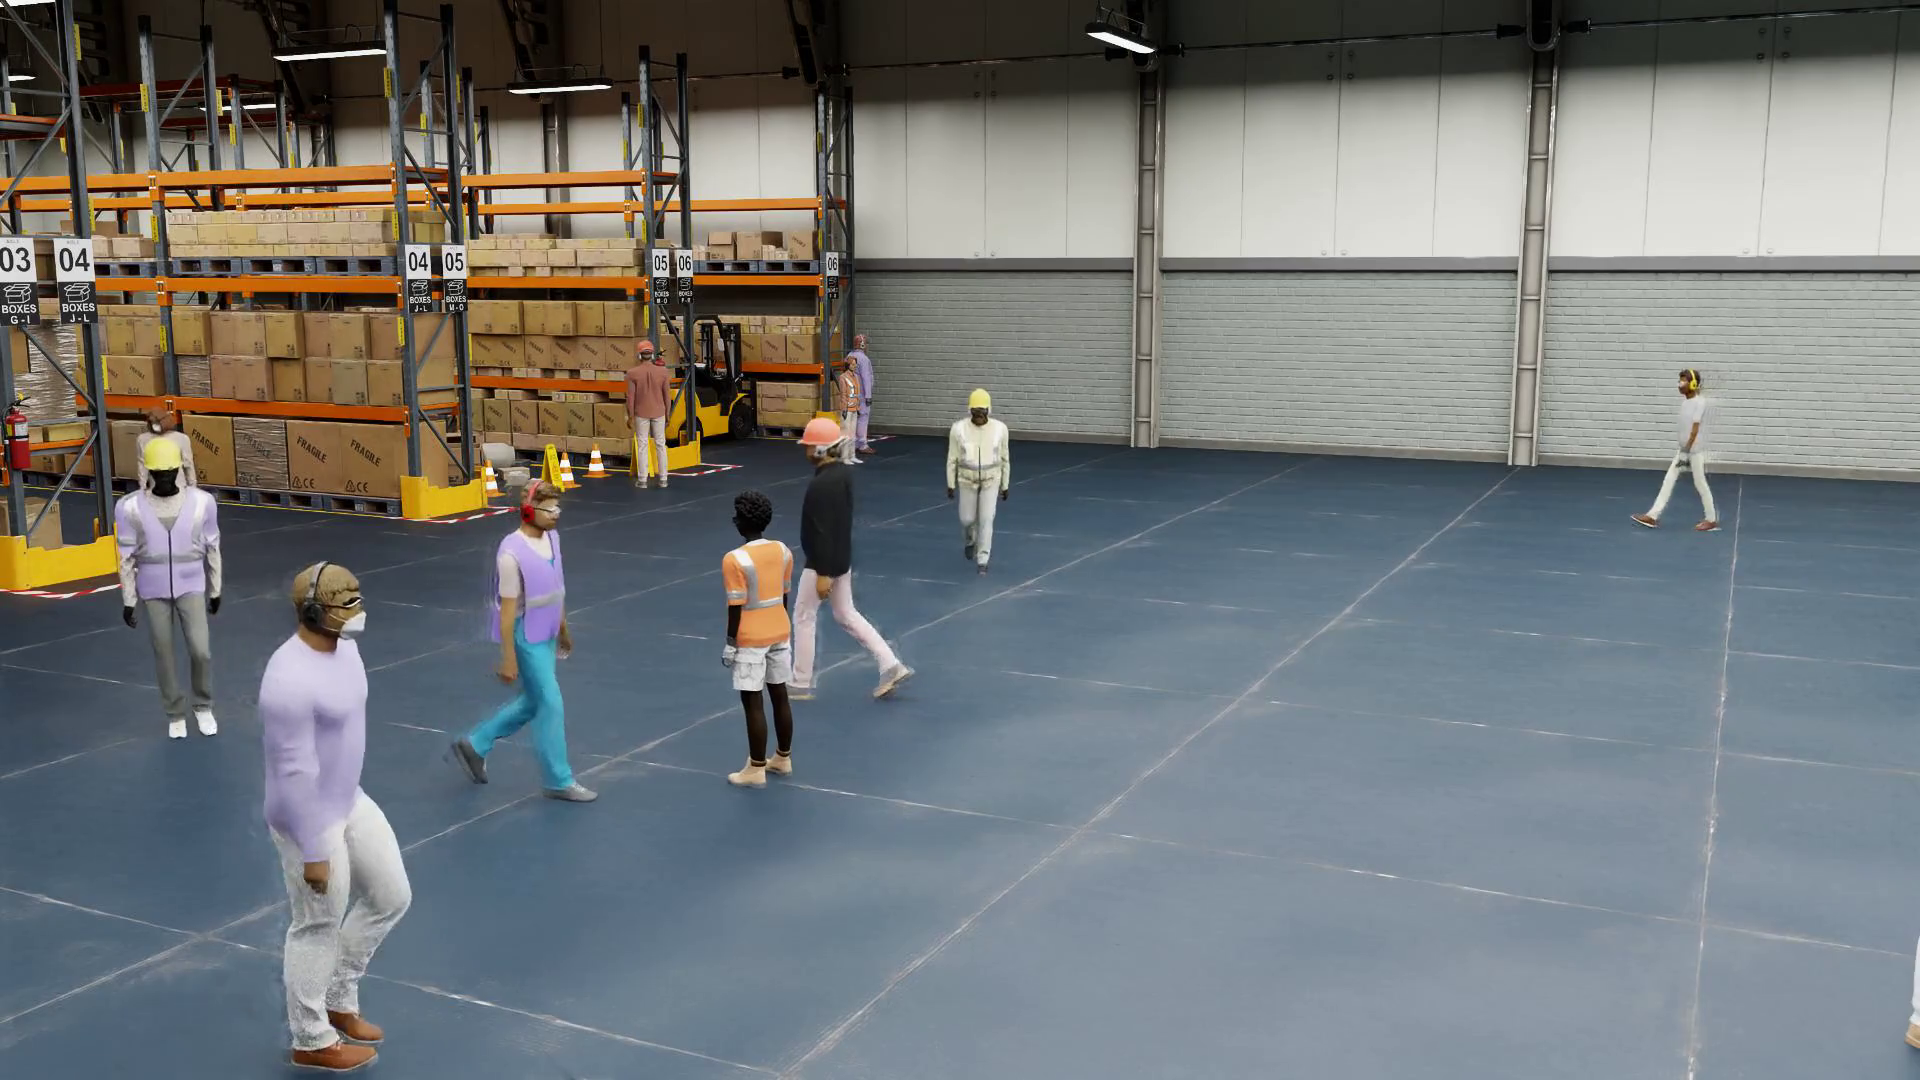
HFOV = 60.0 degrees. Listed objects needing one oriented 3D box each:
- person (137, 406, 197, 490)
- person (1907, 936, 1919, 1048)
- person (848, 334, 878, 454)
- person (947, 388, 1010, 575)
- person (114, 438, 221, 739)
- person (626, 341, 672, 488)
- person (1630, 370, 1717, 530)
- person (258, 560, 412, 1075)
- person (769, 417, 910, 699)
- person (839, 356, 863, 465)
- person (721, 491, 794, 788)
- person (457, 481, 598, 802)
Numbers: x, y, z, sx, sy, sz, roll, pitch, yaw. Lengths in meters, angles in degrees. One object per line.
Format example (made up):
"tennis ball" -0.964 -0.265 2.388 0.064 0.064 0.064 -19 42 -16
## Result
"person" -7.835 -0.539 16.506 0.545 1.611 0.484 -2 9 -11
"person" 3.850 1.039 6.184 0.625 1.836 0.428 -4 10 -25
"person" -1.577 -2.333 26.630 0.408 1.908 0.643 -6 11 -32
"person" 0.178 -0.586 16.225 0.607 1.809 0.589 0 9 0
"person" -4.918 0.314 10.385 0.590 1.909 0.507 -4 10 -25
"person" -4.199 -1.689 22.428 0.611 1.989 0.391 -4 10 -22
"person" 8.128 -0.996 18.707 0.969 1.822 0.515 -1 9 -5
"person" -2.273 1.018 6.023 0.464 1.920 0.663 0 9 1
"person" -0.826 0.140 11.305 0.928 1.966 0.627 3 10 16
"person" -1.666 -1.956 25.130 0.309 1.641 0.514 4 10 21
"person" -1.156 0.565 9.495 0.322 1.696 0.536 6 11 34
"person" -2.433 0.557 9.201 0.798 1.809 0.633 2 9 10
